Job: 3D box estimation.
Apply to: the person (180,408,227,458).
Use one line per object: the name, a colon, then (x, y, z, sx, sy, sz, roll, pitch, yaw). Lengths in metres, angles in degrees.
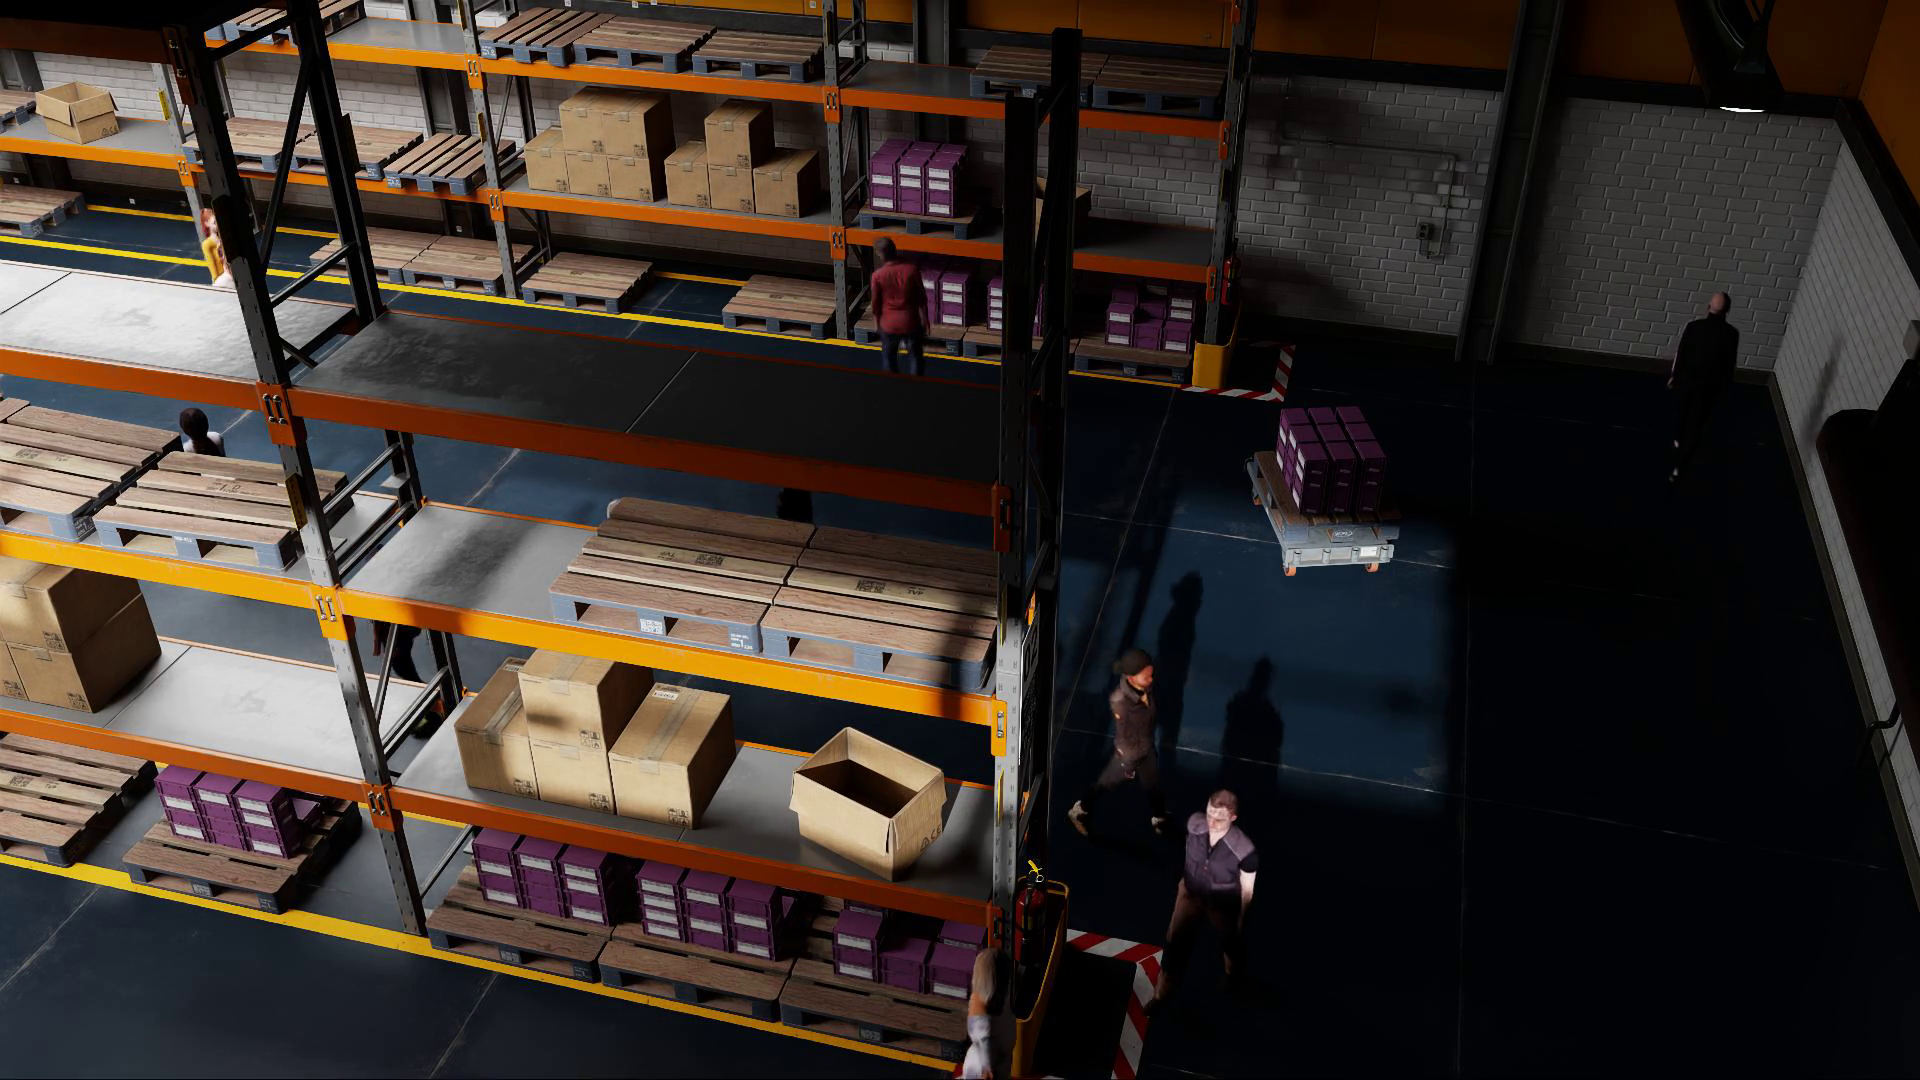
person: (-6.216, -0.344, 13.886, 0.575, 1.719, 0.623, 15, 36, 21)

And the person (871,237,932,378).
person: (-0.530, -2.123, 16.485, 0.656, 1.805, 0.974, 6, 34, 8)

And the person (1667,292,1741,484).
person: (6.817, -1.374, 15.373, 1.236, 1.788, 1.007, 19, 38, 26)

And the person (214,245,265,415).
person: (-7.081, -2.111, 16.437, 0.978, 1.837, 0.839, 21, 39, 29)

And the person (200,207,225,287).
person: (-7.684, -2.610, 17.311, 1.237, 1.702, 0.731, 14, 36, 19)

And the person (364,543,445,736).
person: (-4.159, 0.734, 12.445, 0.844, 1.519, 0.760, 0, 34, -1)

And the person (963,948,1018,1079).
person: (0.064, 2.912, 8.991, 1.061, 1.715, 0.753, 3, 34, 5)

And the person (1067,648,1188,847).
person: (1.284, 1.465, 11.213, 1.152, 1.665, 0.788, 16, 37, 22)

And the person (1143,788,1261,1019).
person: (1.595, 2.113, 10.121, 1.088, 1.794, 1.015, 25, 41, 32)
